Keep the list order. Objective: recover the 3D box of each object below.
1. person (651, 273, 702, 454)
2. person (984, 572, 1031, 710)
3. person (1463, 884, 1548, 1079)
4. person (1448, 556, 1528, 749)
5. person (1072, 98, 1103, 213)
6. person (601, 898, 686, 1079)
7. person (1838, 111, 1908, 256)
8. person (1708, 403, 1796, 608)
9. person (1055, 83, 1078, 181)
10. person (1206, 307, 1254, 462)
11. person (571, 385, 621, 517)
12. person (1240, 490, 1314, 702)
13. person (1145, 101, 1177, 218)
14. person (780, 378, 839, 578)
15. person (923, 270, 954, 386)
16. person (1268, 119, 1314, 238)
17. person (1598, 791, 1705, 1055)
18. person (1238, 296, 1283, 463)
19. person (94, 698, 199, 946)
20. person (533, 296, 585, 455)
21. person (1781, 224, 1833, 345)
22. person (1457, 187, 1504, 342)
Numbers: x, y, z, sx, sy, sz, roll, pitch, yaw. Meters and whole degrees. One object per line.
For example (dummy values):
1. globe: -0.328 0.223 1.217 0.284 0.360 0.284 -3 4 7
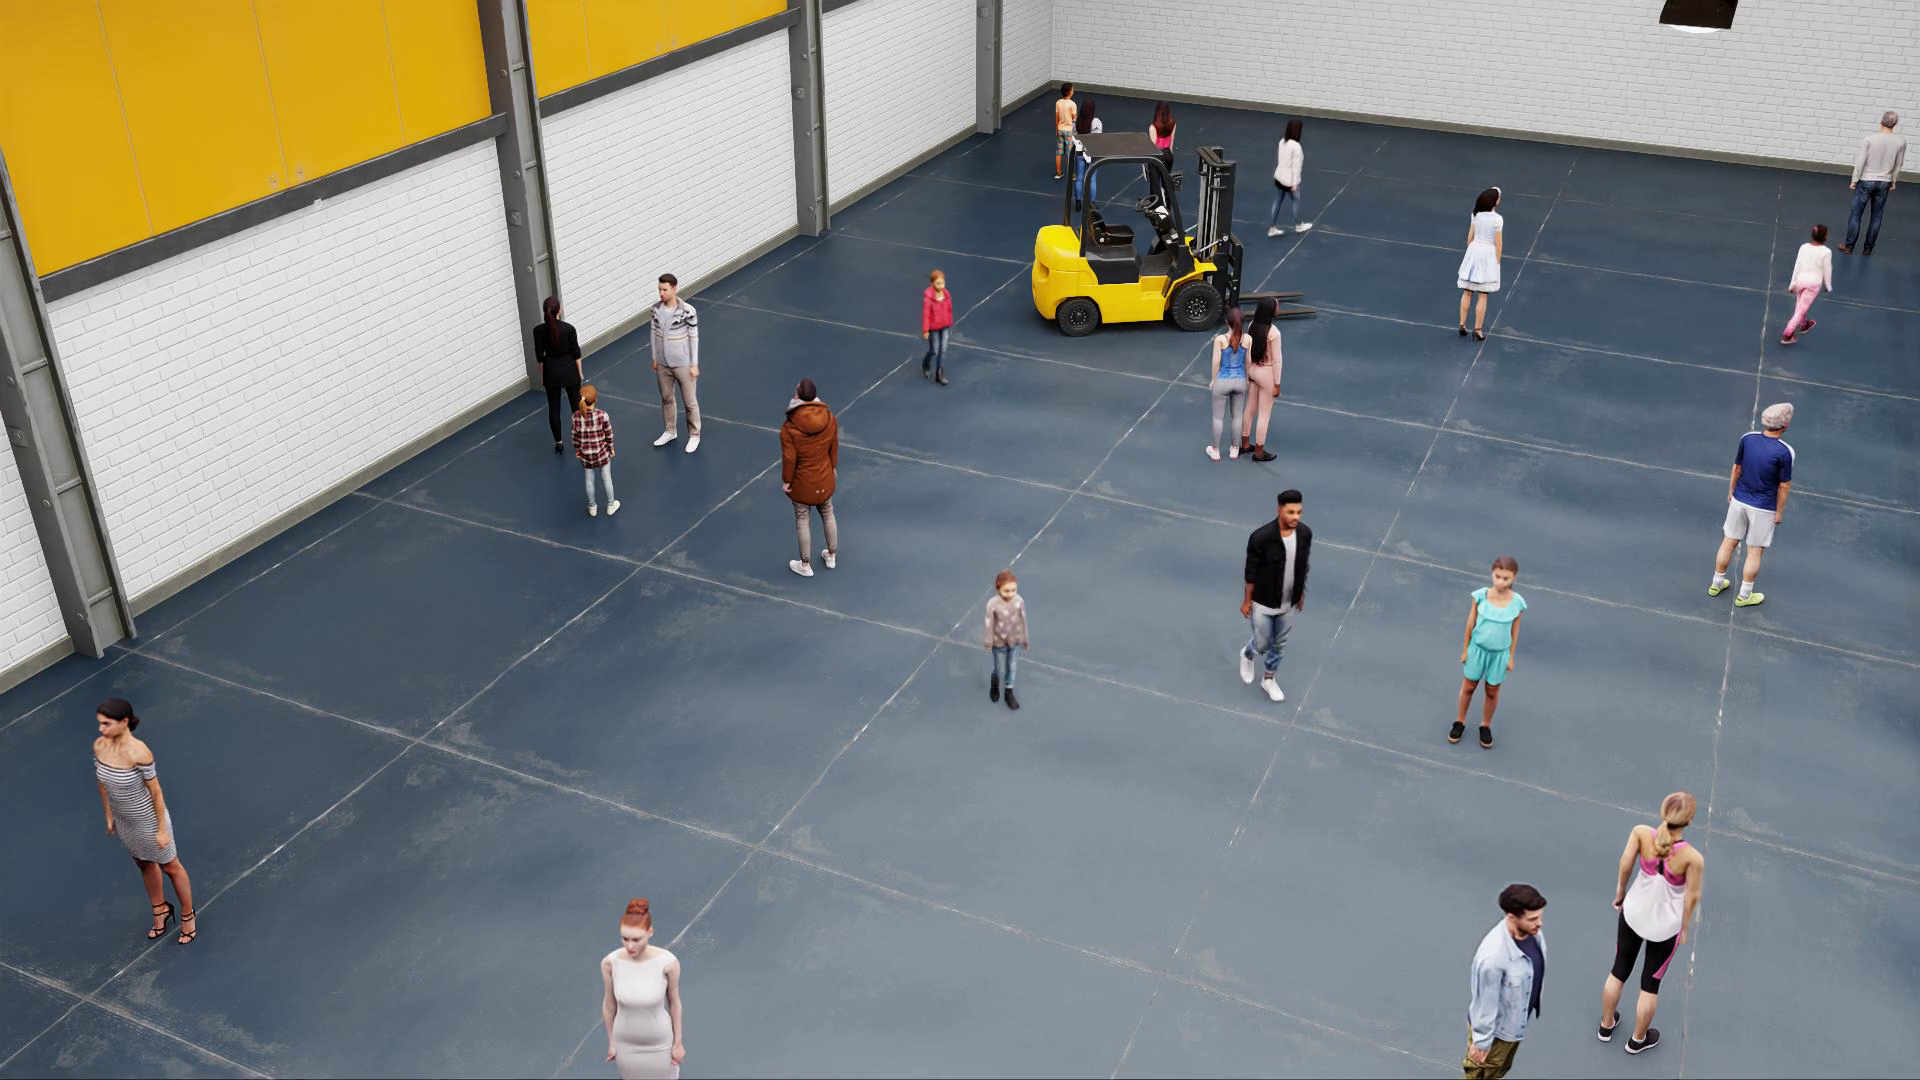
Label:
1. person: -2.877 -1.828 16.835 0.681 1.862 0.561 12 31 20
2. person: 0.345 0.739 12.835 0.601 1.187 0.660 -8 30 -15
3. person: 2.863 2.557 8.851 0.801 1.811 0.615 23 36 36
4. person: 3.920 0.812 12.314 0.556 1.557 0.548 11 30 19
5. person: 1.821 -5.517 23.838 0.621 1.633 0.537 9 30 17
6. person: -1.644 2.619 8.755 0.629 1.792 0.611 0 29 0
7. person: 12.178 -4.755 22.151 0.781 1.911 0.713 6 29 10
8. person: 6.735 -0.317 14.092 0.703 1.836 0.712 -20 34 -32
9. person: 1.615 -6.219 25.304 0.536 1.461 0.512 16 32 27
10. person: 2.699 -1.567 16.621 0.663 1.610 0.698 -3 29 -5
11. person: -3.437 -0.846 15.617 0.609 1.305 0.631 -2 29 -4
12. person: 2.394 0.375 12.861 0.881 1.800 0.939 -9 30 -16
13. person: 2.845 -5.400 23.596 0.634 1.658 0.731 -16 32 -26
14. person: -1.297 -0.549 14.514 0.822 1.839 0.905 -17 33 -28
15. person: -0.272 -2.372 18.410 0.683 1.308 0.729 -16 32 -27
16. person: 4.426 -4.940 22.802 1.049 1.611 0.941 -16 32 -27
17. person: 3.959 2.190 9.548 0.631 1.787 0.666 -25 37 -38
18. person: 3.008 -1.611 16.585 0.727 1.721 0.703 -15 32 -26
19. person: -5.064 1.744 10.328 0.617 1.822 0.556 9 30 17
20. person: -4.012 -1.648 16.714 0.686 1.661 0.698 -1 29 -2
21. person: 9.866 -2.965 19.392 1.047 1.409 0.890 -16 32 -27
22. person: 6.095 -3.226 19.448 0.851 1.815 0.814 -24 37 -37
